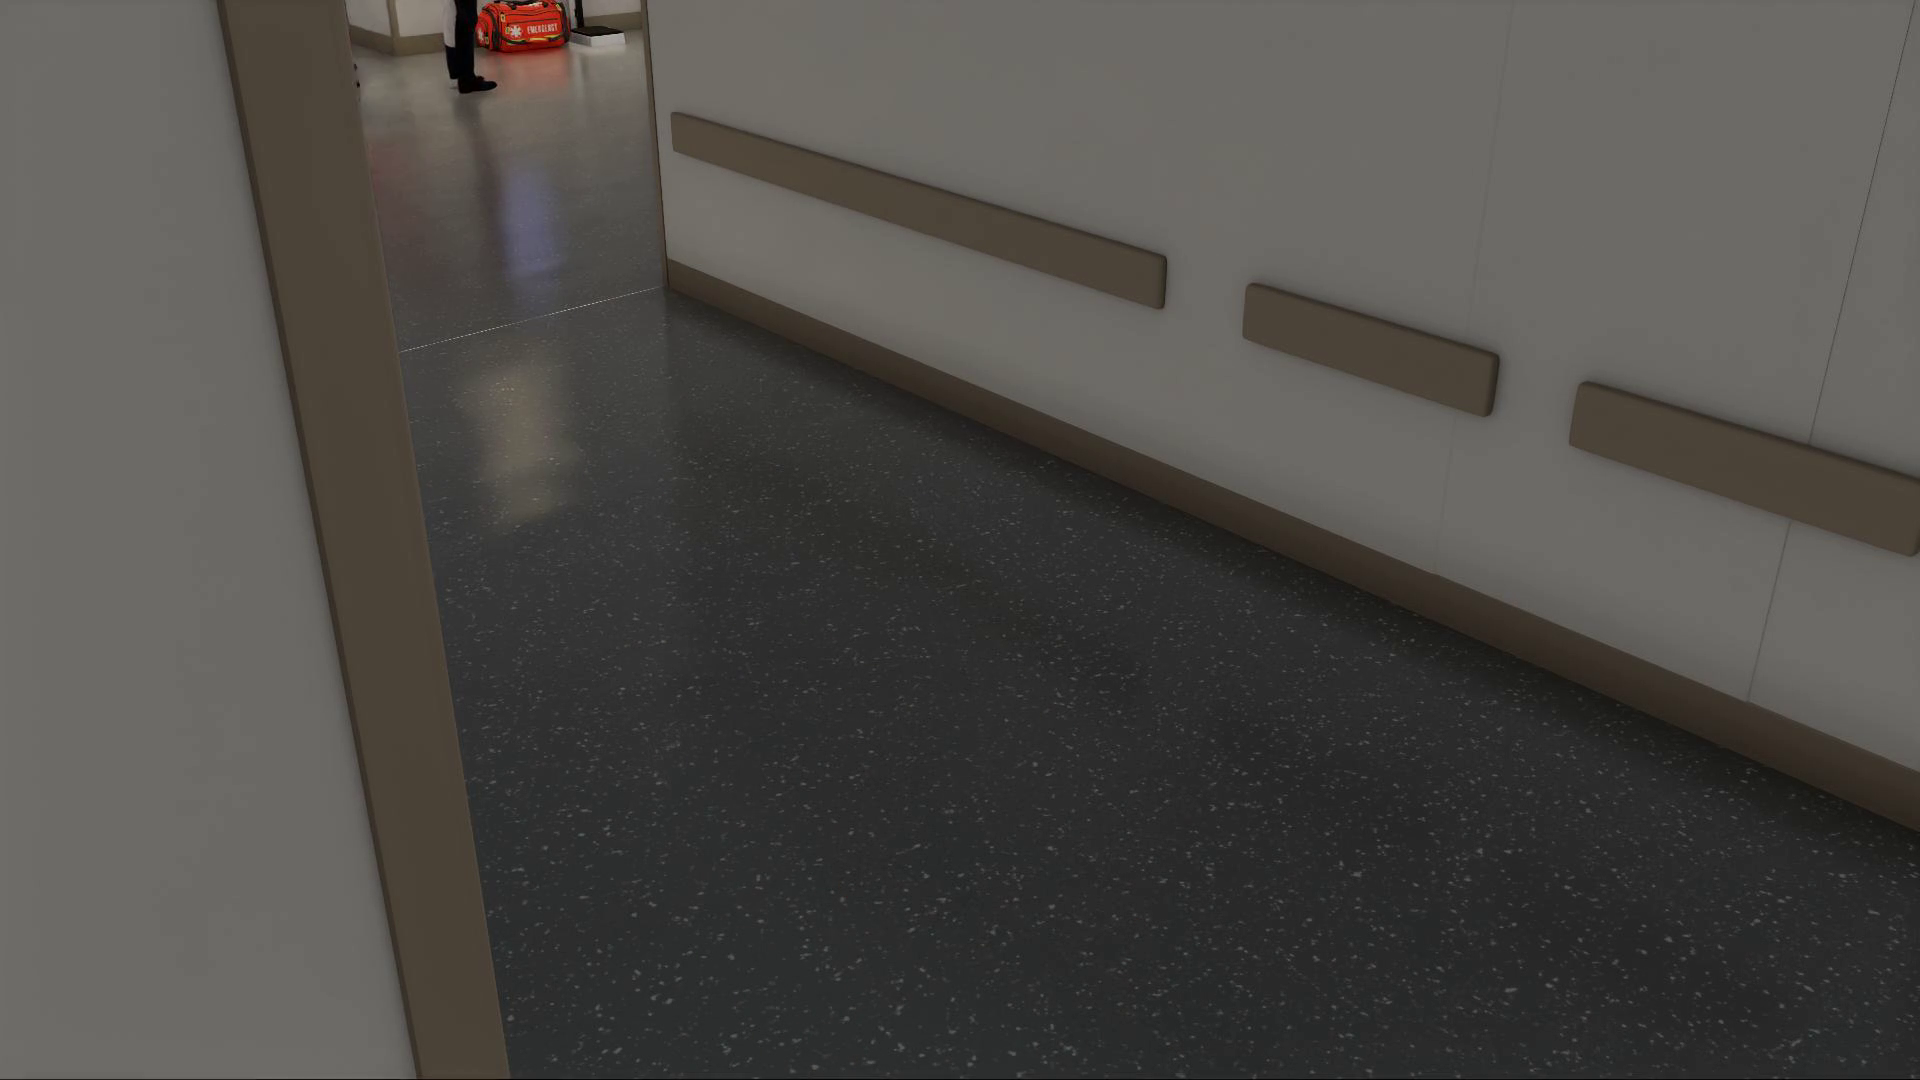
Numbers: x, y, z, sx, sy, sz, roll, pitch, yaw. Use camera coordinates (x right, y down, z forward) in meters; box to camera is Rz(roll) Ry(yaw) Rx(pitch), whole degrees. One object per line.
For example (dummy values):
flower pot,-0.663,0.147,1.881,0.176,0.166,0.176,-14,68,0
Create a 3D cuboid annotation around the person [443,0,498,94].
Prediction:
person,-3.857,-4.392,12.653,0.589,1.890,0.688,-19,31,-33
